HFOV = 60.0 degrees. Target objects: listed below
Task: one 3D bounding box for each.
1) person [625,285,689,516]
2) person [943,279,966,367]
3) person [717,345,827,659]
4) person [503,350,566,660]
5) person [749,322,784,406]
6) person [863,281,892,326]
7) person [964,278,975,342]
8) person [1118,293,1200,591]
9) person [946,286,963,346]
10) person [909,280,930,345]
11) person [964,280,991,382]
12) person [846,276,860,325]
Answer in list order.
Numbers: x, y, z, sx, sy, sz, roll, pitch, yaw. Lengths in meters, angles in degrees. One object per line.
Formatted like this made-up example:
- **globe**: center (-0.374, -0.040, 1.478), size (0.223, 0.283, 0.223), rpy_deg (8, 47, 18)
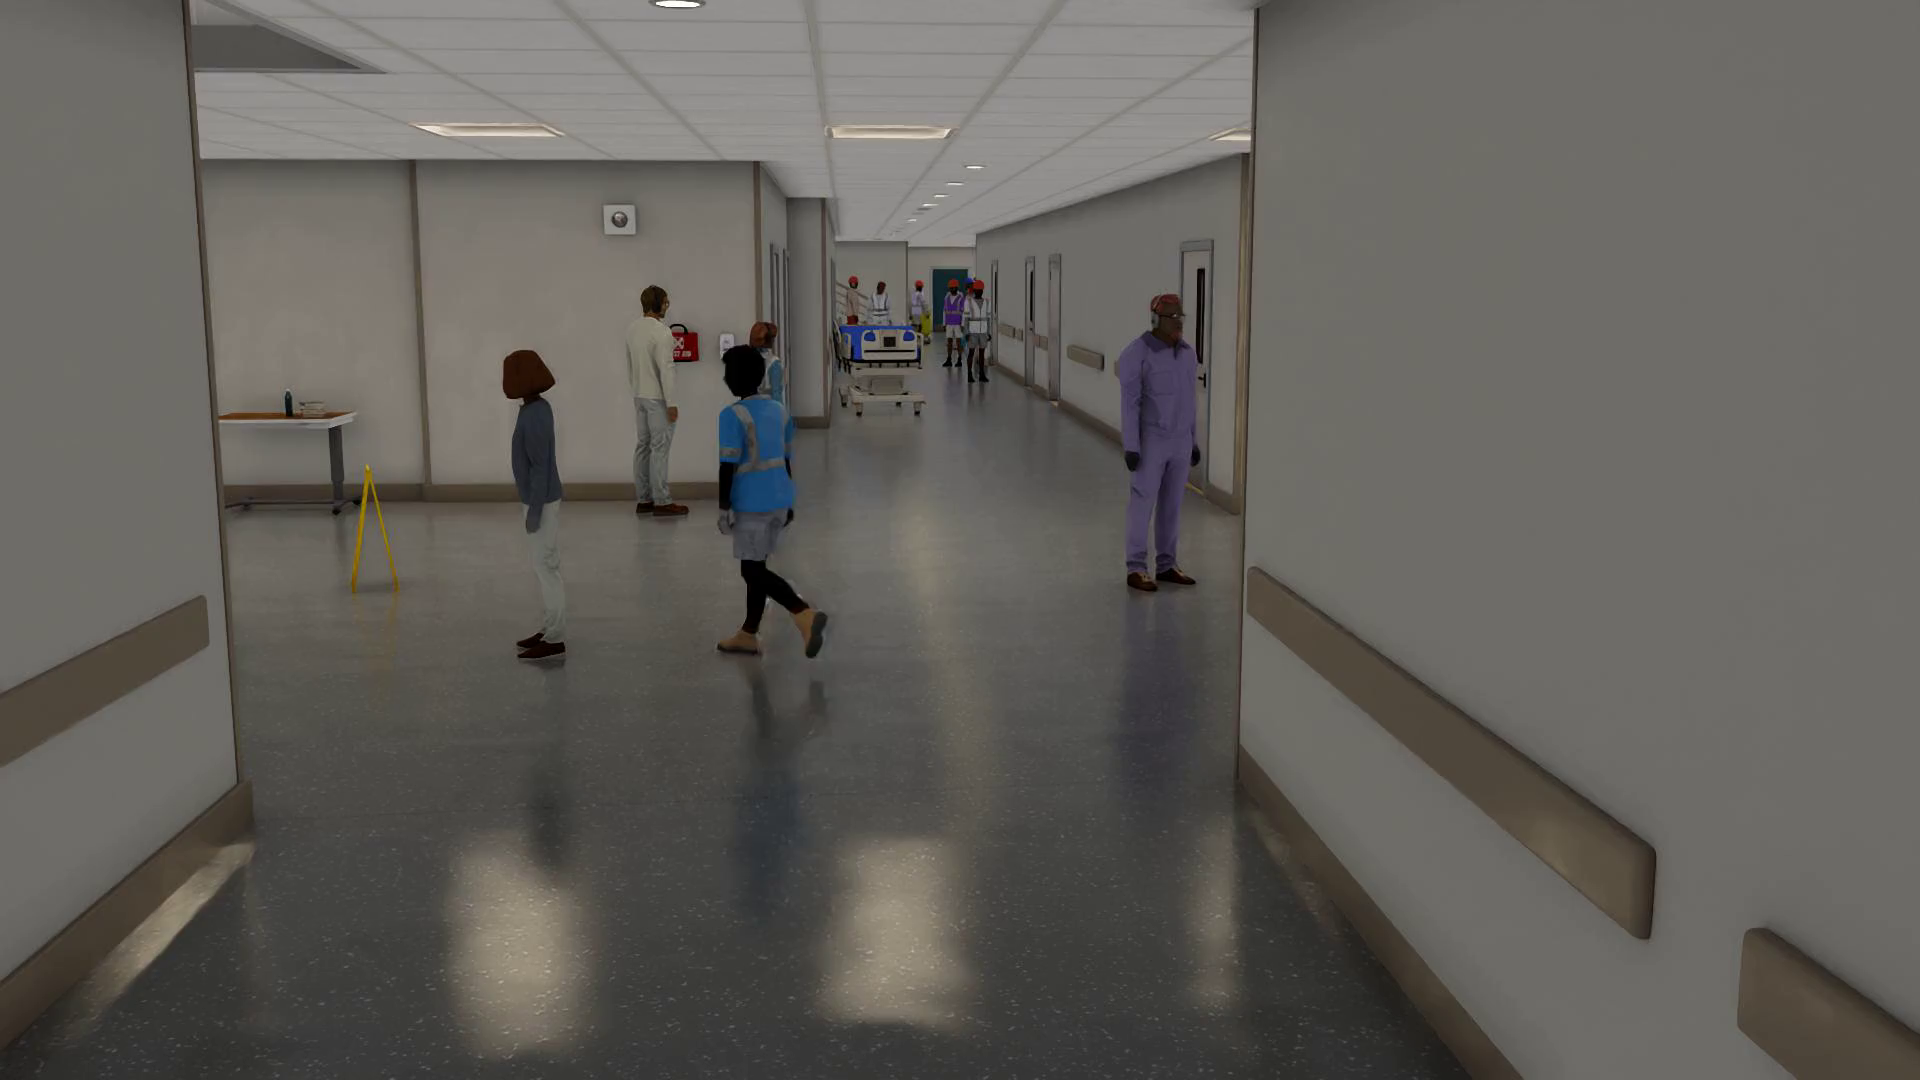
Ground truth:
- **person**: center (-2.567, -1.169, 14.017), size (0.366, 1.939, 0.635), rpy_deg (-8, 12, -40)
- **person**: center (-0.138, -4.812, 36.892), size (0.545, 1.938, 0.356), rpy_deg (4, 10, 25)
- **person**: center (-0.981, -0.182, 8.672), size (0.739, 1.664, 0.552), rpy_deg (5, 10, 30)
- **person**: center (-2.246, -0.186, 8.801), size (0.286, 1.632, 0.500), rpy_deg (-2, 9, -11)
- **person**: center (-1.695, -1.043, 14.199), size (0.508, 1.629, 0.318), rpy_deg (8, 12, 43)
- **person**: center (-2.040, -5.467, 41.237), size (0.745, 1.872, 0.421), rpy_deg (0, 9, 2)
- **person**: center (0.320, -6.982, 50.483), size (0.394, 1.945, 0.618), rpy_deg (-1, 9, -3)
- **person**: center (1.318, -0.632, 10.754), size (0.651, 1.904, 0.403), rpy_deg (-7, 12, -38)
- **person**: center (-0.164, -6.488, 47.663), size (0.519, 1.861, 0.328), rpy_deg (2, 9, 11)
- **person**: center (-1.261, -6.552, 48.038), size (1.010, 1.890, 0.548), rpy_deg (-7, 11, -37)
- **person**: center (0.347, -3.962, 31.557), size (0.542, 1.938, 0.357), rpy_deg (-4, 10, -22)
- **person**: center (-2.778, -5.852, 43.242), size (0.381, 1.994, 0.621), rpy_deg (-4, 10, -23)
